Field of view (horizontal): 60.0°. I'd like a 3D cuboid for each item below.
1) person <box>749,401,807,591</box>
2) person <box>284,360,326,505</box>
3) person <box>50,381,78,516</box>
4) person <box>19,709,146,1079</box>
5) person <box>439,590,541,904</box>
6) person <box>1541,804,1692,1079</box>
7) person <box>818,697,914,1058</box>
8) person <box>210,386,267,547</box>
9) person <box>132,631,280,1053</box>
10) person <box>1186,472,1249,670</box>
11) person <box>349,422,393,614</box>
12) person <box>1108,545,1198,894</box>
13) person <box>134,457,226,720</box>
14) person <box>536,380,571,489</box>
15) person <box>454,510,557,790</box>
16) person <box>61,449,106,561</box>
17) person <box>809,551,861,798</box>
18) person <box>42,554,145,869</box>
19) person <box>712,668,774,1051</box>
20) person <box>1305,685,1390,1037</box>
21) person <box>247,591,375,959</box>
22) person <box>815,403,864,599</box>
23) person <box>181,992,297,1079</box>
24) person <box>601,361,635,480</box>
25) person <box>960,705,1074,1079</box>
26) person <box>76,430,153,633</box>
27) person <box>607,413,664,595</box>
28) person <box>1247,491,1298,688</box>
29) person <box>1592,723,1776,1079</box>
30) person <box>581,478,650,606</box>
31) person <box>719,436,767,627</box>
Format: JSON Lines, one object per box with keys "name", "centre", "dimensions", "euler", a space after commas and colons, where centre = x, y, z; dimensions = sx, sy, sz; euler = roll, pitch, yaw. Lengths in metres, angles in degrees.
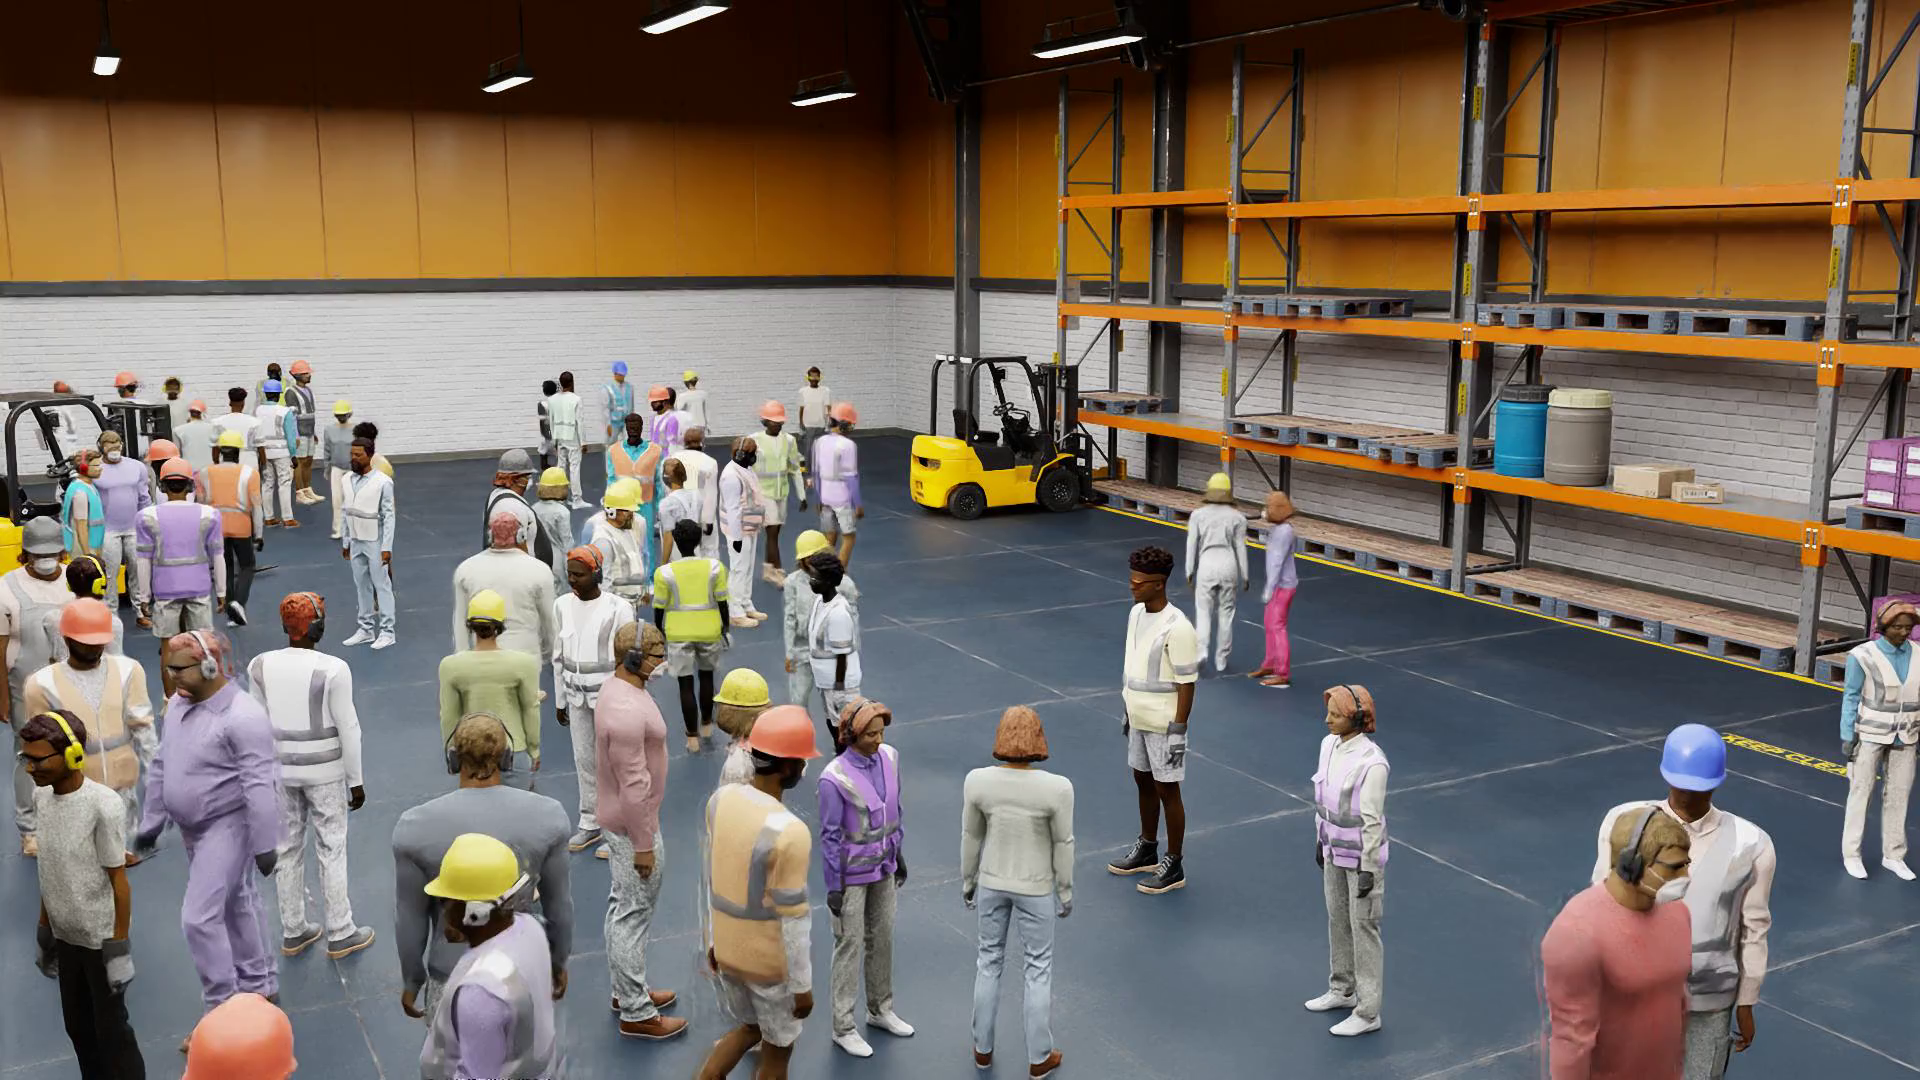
{"name": "person", "centre": [-1.918, -0.469, 17.653], "dimensions": [0.636, 2.013, 0.818], "euler": [-8, 12, -37]}
{"name": "person", "centre": [-9.313, -1.529, 23.644], "dimensions": [0.362, 2.048, 0.613], "euler": [1, 10, 4]}
{"name": "person", "centre": [-12.134, -1.235, 22.536], "dimensions": [0.350, 1.858, 0.666], "euler": [-4, 11, -21]}
{"name": "person", "centre": [-3.401, 1.557, 6.443], "dimensions": [0.521, 1.857, 0.343], "euler": [5, 11, 28]}
{"name": "person", "centre": [-2.545, 1.146, 9.056], "dimensions": [0.526, 1.769, 0.329], "euler": [-1, 10, -9]}
{"name": "person", "centre": [2.042, 1.743, 5.161], "dimensions": [0.655, 1.922, 0.614], "euler": [-6, 12, -32]}
{"name": "person", "centre": [-0.437, 1.492, 7.449], "dimensions": [0.323, 1.630, 0.525], "euler": [7, 12, 35]}
{"name": "person", "centre": [-8.745, -0.880, 20.198], "dimensions": [0.626, 1.958, 0.384], "euler": [-3, 10, -19]}
{"name": "person", "centre": [-3.472, 1.346, 7.554], "dimensions": [0.655, 1.883, 0.685], "euler": [8, 13, 38]}
{"name": "person", "centre": [2.201, 0.284, 14.201], "dimensions": [0.537, 1.701, 0.622], "euler": [2, 10, 10]}
{"name": "person", "centre": [-5.794, -0.206, 16.378], "dimensions": [0.638, 1.932, 0.444], "euler": [7, 12, 35]}
{"name": "person", "centre": [1.089, 0.995, 9.350], "dimensions": [0.361, 1.963, 0.613], "euler": [-4, 11, -23]}
{"name": "person", "centre": [-5.946, 0.380, 12.729], "dimensions": [0.618, 2.028, 0.409], "euler": [-6, 11, -30]}
{"name": "person", "centre": [-6.096, -1.589, 25.115], "dimensions": [0.837, 1.664, 0.540], "euler": [8, 13, 39]}
{"name": "person", "centre": [-2.977, 0.734, 11.097], "dimensions": [0.681, 1.880, 0.732], "euler": [0, 10, 1]}
{"name": "person", "centre": [-7.848, 0.099, 14.925], "dimensions": [0.408, 1.831, 0.570], "euler": [-4, 11, -24]}
{"name": "person", "centre": [-0.803, 0.905, 10.668], "dimensions": [0.320, 1.691, 0.569], "euler": [-3, 10, -17]}
{"name": "person", "centre": [-5.005, 1.007, 9.598], "dimensions": [0.510, 1.861, 0.324], "euler": [1, 10, 8]}
{"name": "person", "centre": [-0.955, 1.429, 7.494], "dimensions": [0.294, 1.744, 0.487], "euler": [2, 10, 10]}
{"name": "person", "centre": [1.794, 1.458, 7.657], "dimensions": [0.317, 1.629, 0.508], "euler": [-3, 10, -17]}
{"name": "person", "centre": [-3.302, 1.192, 8.451], "dimensions": [0.585, 1.882, 0.337], "euler": [2, 10, 12]}
{"name": "person", "centre": [-1.237, -0.411, 17.350], "dimensions": [0.455, 2.018, 0.813], "euler": [-8, 12, -38]}
{"name": "person", "centre": [-1.619, 1.984, 3.812], "dimensions": [0.551, 1.912, 0.500], "euler": [-2, 10, -9]}
{"name": "person", "centre": [-5.239, -1.808, 25.697], "dimensions": [0.643, 1.888, 1.005], "euler": [-9, 13, -42]}
{"name": "person", "centre": [0.243, 1.529, 7.283], "dimensions": [0.513, 1.624, 0.311], "euler": [4, 11, 21]}
{"name": "person", "centre": [-7.928, -0.081, 15.663], "dimensions": [0.375, 1.929, 0.636], "euler": [9, 13, 42]}
{"name": "person", "centre": [-3.379, -0.373, 17.360], "dimensions": [0.587, 1.920, 0.391], "euler": [-1, 10, -7]}
{"name": "person", "centre": [2.618, 0.396, 13.790], "dimensions": [0.334, 1.622, 0.511], "euler": [0, 10, -3]}
{"name": "person", "centre": [2.560, 1.591, 5.979], "dimensions": [0.603, 1.945, 0.390], "euler": [4, 11, 24]}
{"name": "person", "centre": [-2.813, 0.380, 13.517], "dimensions": [0.853, 1.782, 0.656], "euler": [9, 14, 44]}
{"name": "person", "centre": [-2.079, -0.083, 15.954], "dimensions": [0.429, 1.834, 0.636], "euler": [1, 10, 7]}
